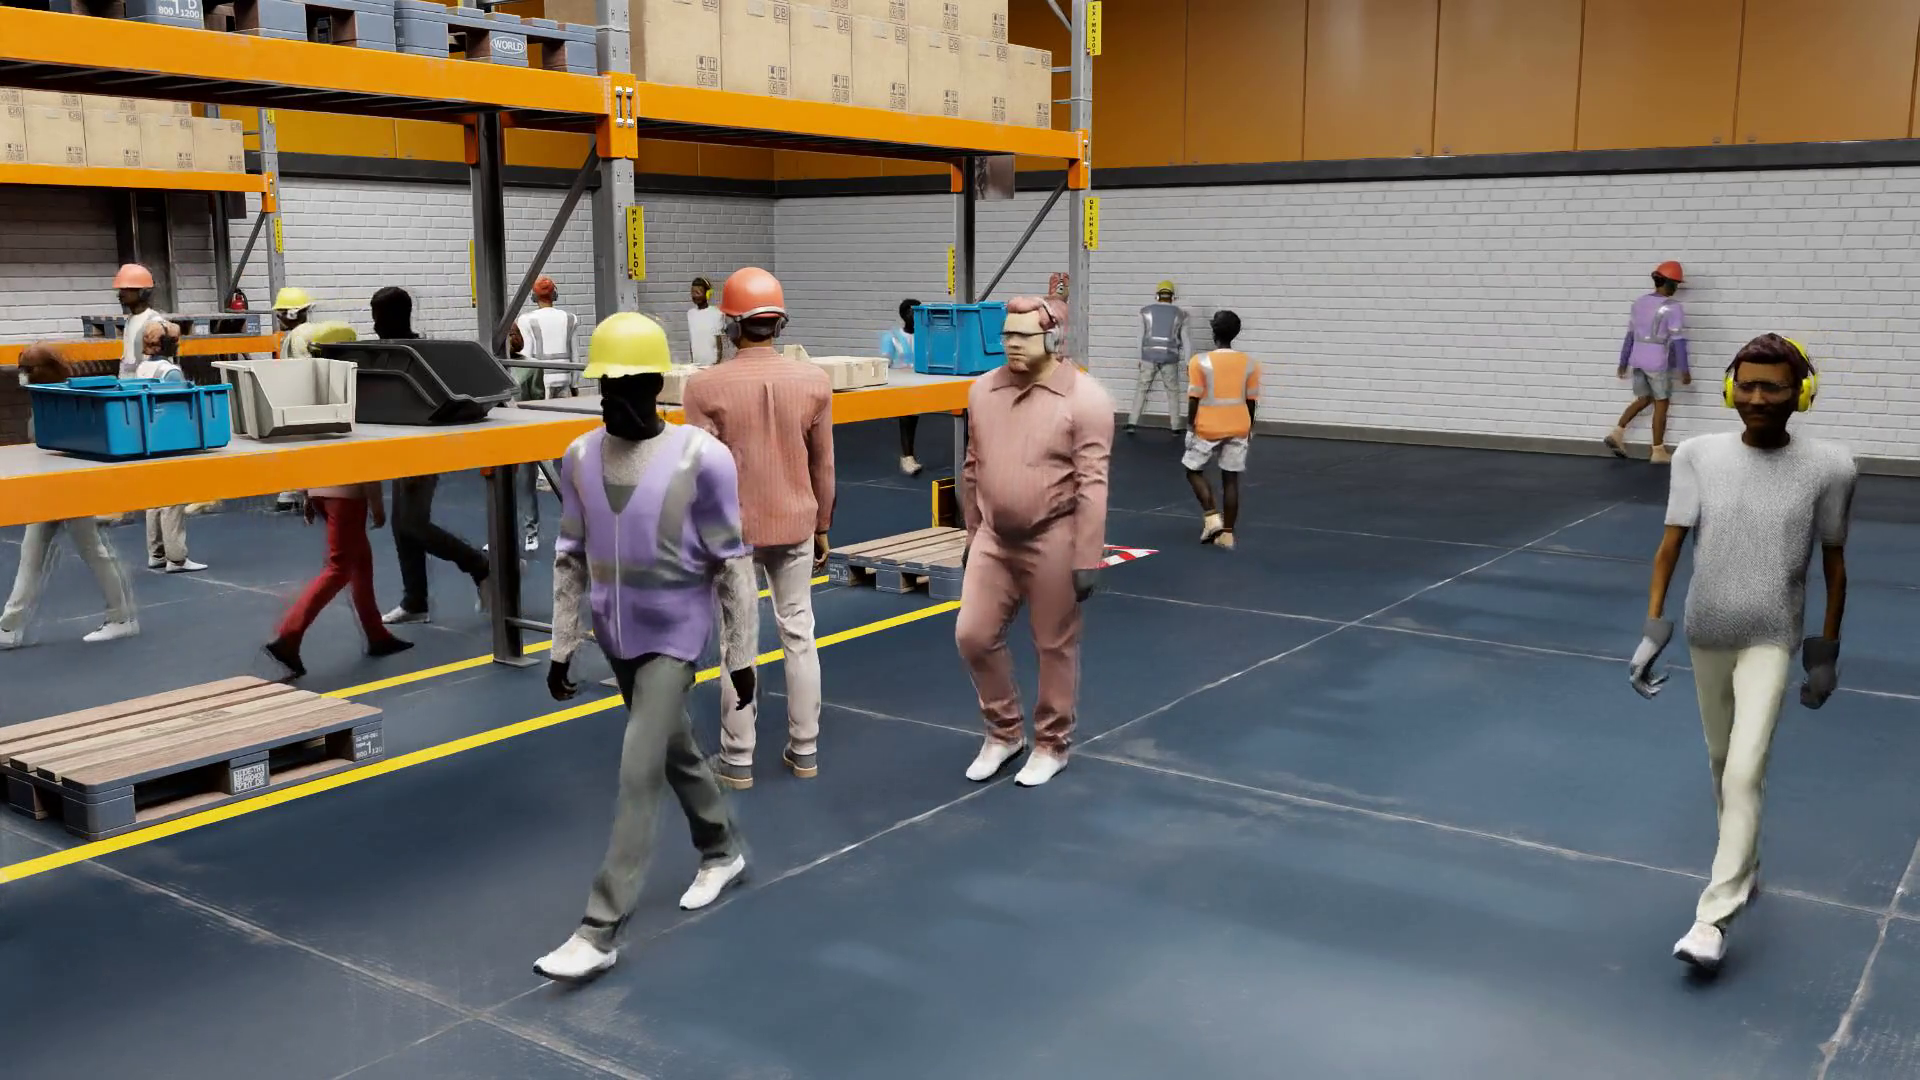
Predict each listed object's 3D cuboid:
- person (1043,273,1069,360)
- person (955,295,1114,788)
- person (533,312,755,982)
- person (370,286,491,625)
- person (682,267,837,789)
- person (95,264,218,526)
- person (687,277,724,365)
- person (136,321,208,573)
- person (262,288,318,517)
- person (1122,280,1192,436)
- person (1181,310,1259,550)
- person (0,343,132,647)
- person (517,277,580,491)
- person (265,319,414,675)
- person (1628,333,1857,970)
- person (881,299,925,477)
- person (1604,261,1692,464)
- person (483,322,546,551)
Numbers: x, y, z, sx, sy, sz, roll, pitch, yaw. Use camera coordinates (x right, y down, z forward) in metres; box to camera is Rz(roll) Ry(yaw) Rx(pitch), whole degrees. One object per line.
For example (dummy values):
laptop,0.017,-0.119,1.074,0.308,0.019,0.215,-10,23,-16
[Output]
person,0.999,-1.748,16.870,0.405,1.903,0.636,-6,11,-31
person,0.236,0.025,6.324,0.677,1.887,0.538,6,11,33
person,-0.930,0.276,4.886,0.610,1.876,1.013,5,11,29
person,-2.953,-0.461,9.240,0.631,1.887,0.605,-4,10,-24
person,-0.771,-0.041,6.410,0.611,1.997,0.375,-5,11,-27
person,-6.316,-1.123,12.888,1.067,1.995,0.607,-8,13,-40
person,-2.635,-1.789,17.278,0.528,1.854,0.444,5,11,29
person,-5.170,-0.604,10.838,0.522,1.636,0.311,9,13,42
person,-5.318,-1.092,13.222,0.678,1.805,0.596,-1,10,-8
person,2.272,-2.071,19.119,0.790,1.799,0.541,1,10,6
person,1.823,-0.761,11.634,0.553,1.683,0.372,-3,10,-15
person,-4.763,-0.216,8.630,0.530,1.587,0.831,9,13,42
person,-3.631,-1.376,14.710,0.575,1.881,0.356,-8,12,-40
person,-3.117,-0.222,8.243,0.527,1.736,0.837,8,12,38
person,2.296,0.306,4.895,0.502,1.816,0.996,8,12,39
person,-0.431,-1.419,15.608,0.554,1.655,0.841,-5,11,-26
person,6.846,-1.747,16.498,0.807,2.022,0.671,-3,10,-15
person,-3.135,-0.730,11.597,0.507,1.632,0.264,0,10,0
